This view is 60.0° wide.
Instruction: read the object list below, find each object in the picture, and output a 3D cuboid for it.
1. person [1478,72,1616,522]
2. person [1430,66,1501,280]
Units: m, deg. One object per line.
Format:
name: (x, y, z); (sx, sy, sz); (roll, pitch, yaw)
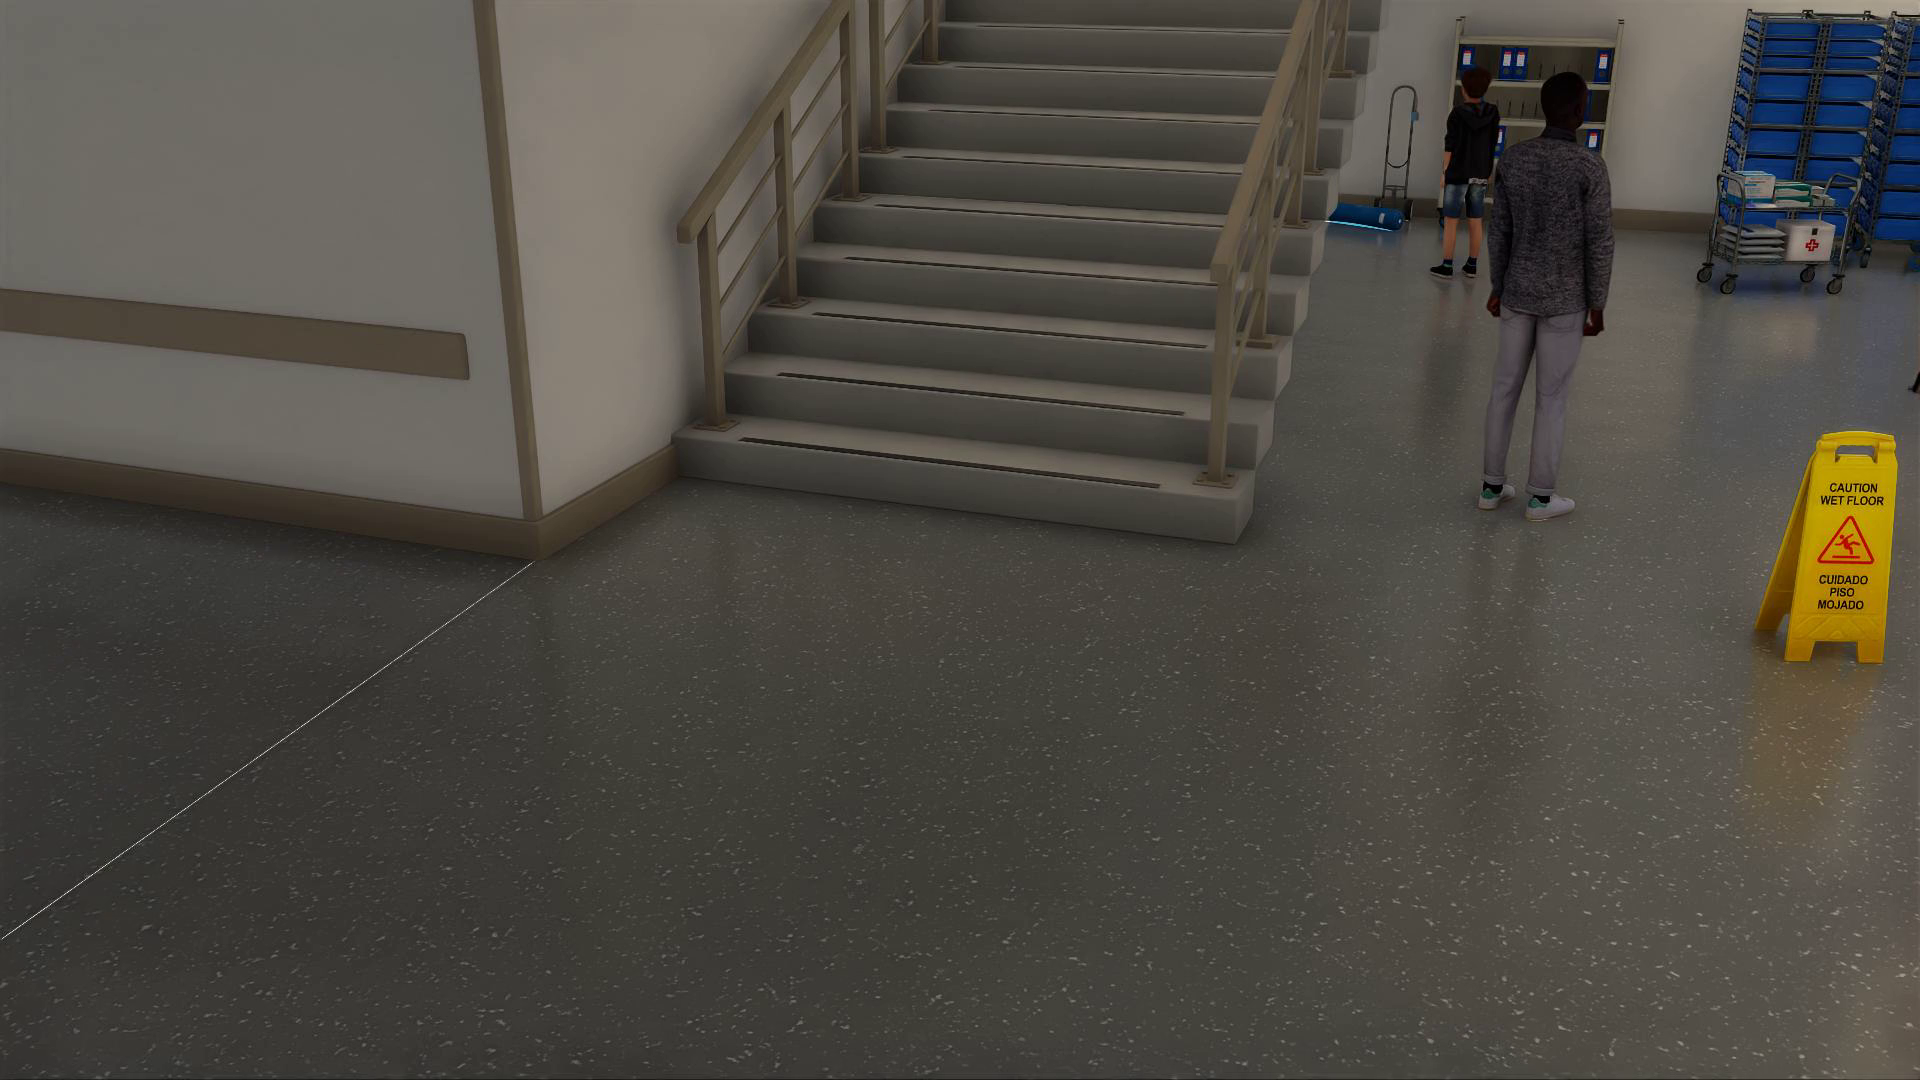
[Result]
person: (2.418, -1.002, 6.922); (0.722, 1.839, 0.755); (-19, 28, -41)
person: (3.523, -2.553, 11.569); (0.619, 1.447, 0.647); (-3, 21, -7)
